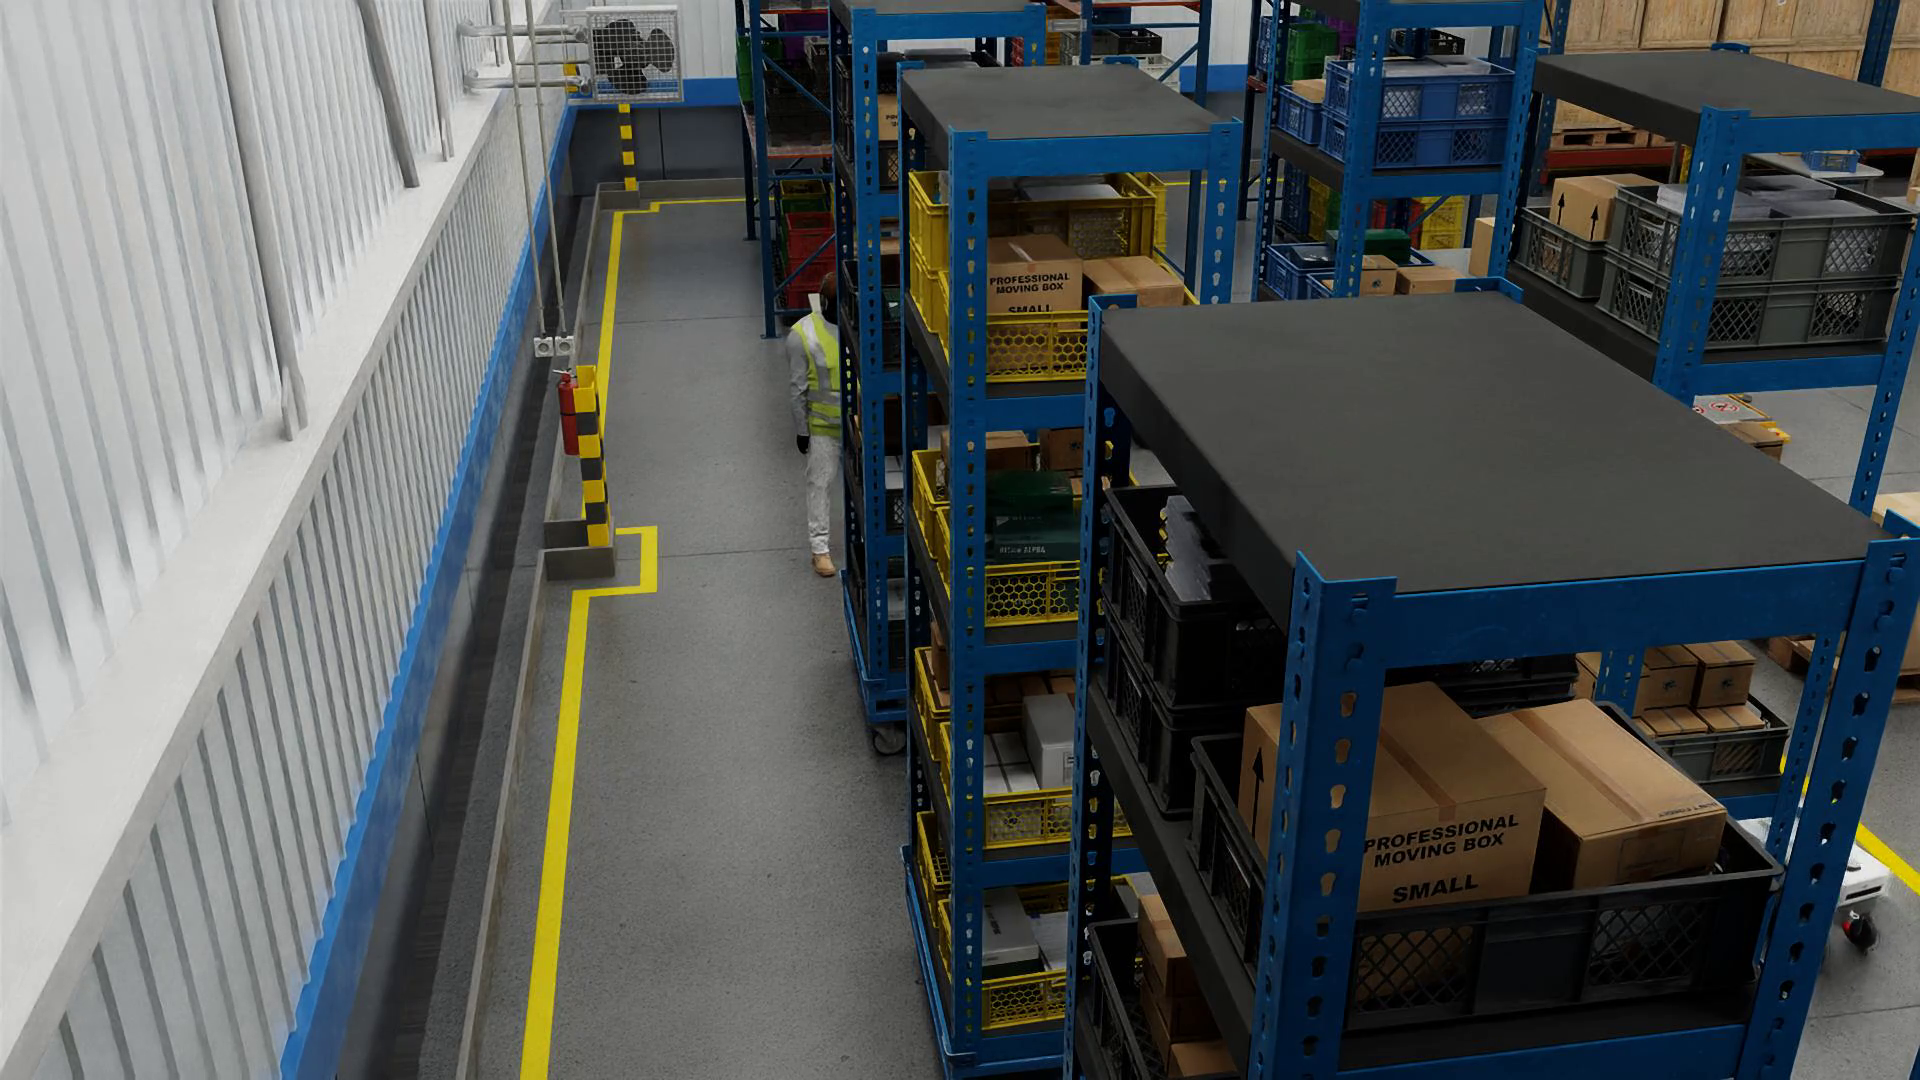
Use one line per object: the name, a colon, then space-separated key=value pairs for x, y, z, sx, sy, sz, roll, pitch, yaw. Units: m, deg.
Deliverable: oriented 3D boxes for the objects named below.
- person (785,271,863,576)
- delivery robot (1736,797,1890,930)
person: x=-0.707 y=-0.700 z=9.922 sx=0.627 sy=1.844 sz=0.429 roll=-14 pitch=28 yaw=-28
delivery robot: x=3.508 y=1.307 z=6.980 sx=0.477 sy=0.478 sz=0.707 roll=-9 pitch=26 yaw=-18
